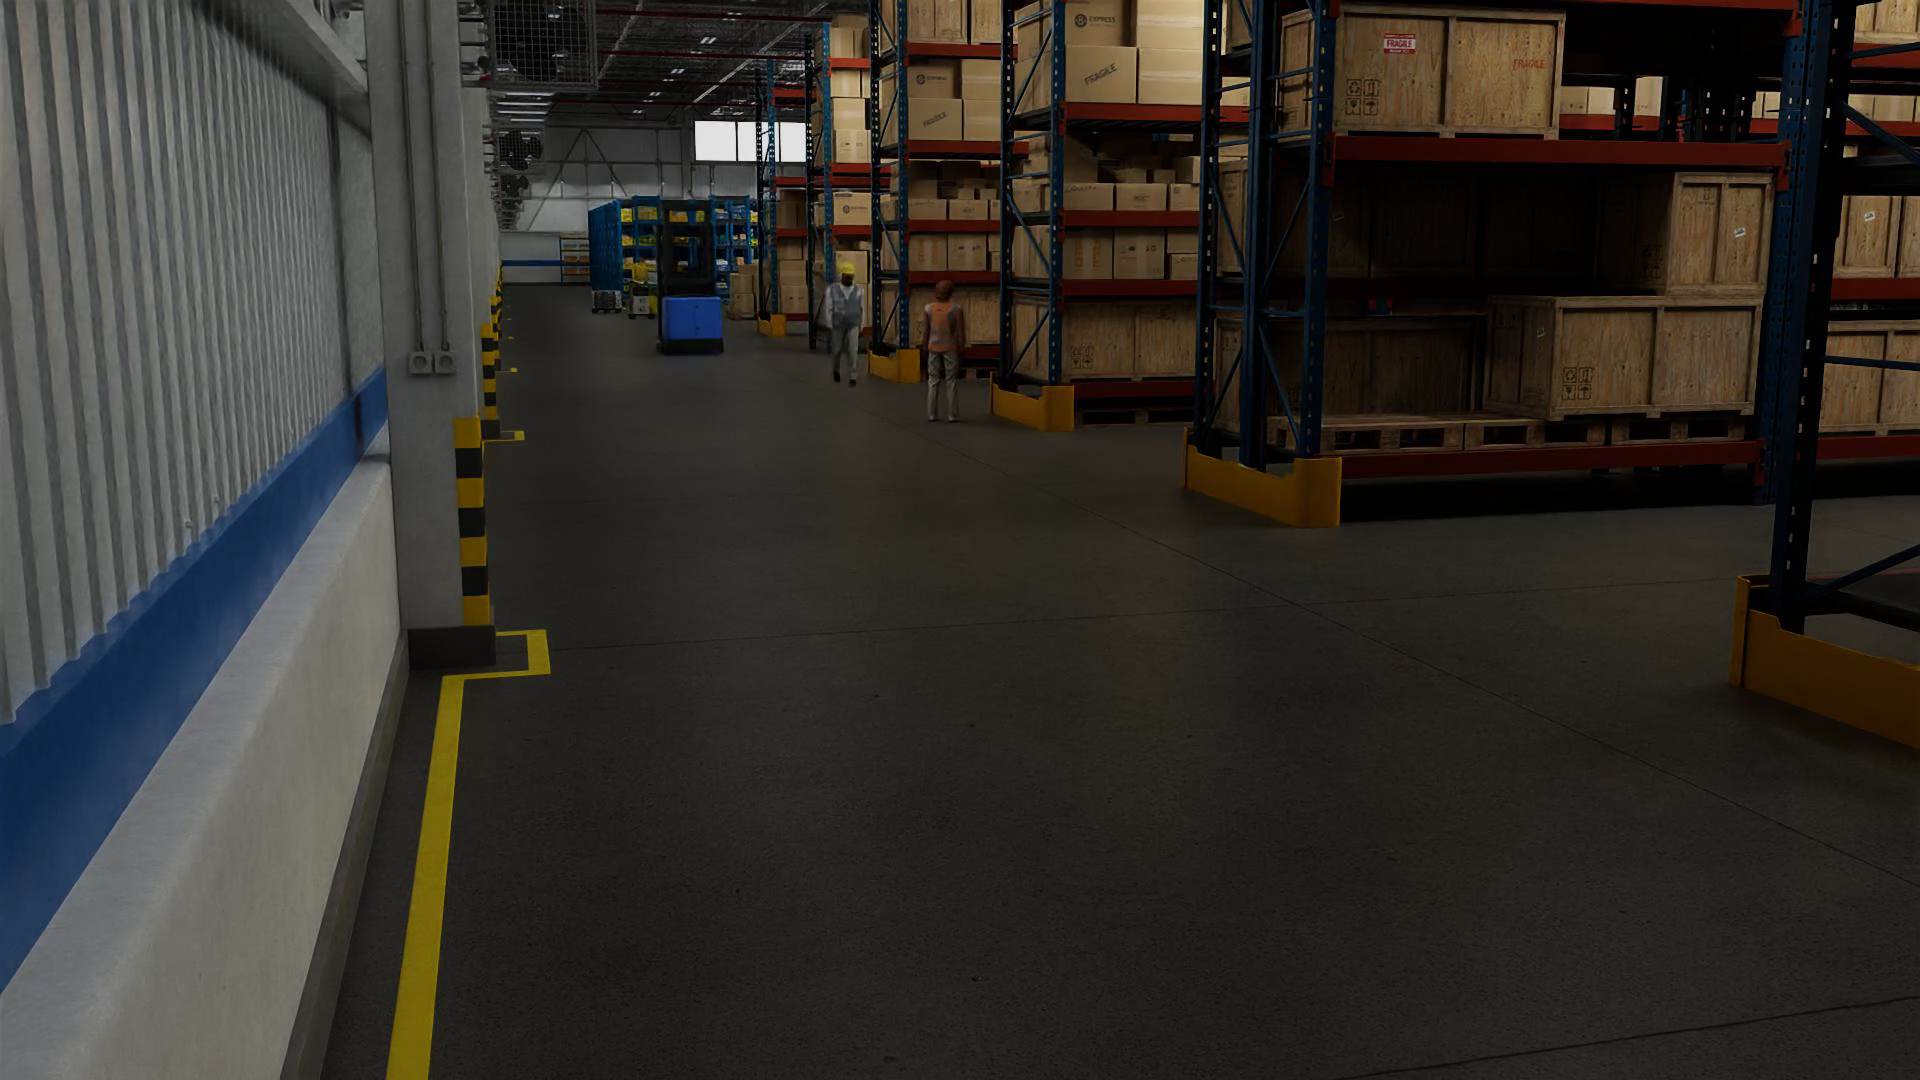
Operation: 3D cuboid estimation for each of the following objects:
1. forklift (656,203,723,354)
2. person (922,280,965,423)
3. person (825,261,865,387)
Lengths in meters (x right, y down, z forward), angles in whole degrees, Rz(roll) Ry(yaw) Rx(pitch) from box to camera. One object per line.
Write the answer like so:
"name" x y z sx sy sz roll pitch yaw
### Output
"forklift" -5.132 -4.950 31.404 1.129 2.768 1.873 -3 10 -15
"person" -0.188 -2.169 19.174 0.523 1.636 0.311 4 11 22
"person" -1.671 -3.145 24.204 0.594 1.811 0.755 -2 10 -11
